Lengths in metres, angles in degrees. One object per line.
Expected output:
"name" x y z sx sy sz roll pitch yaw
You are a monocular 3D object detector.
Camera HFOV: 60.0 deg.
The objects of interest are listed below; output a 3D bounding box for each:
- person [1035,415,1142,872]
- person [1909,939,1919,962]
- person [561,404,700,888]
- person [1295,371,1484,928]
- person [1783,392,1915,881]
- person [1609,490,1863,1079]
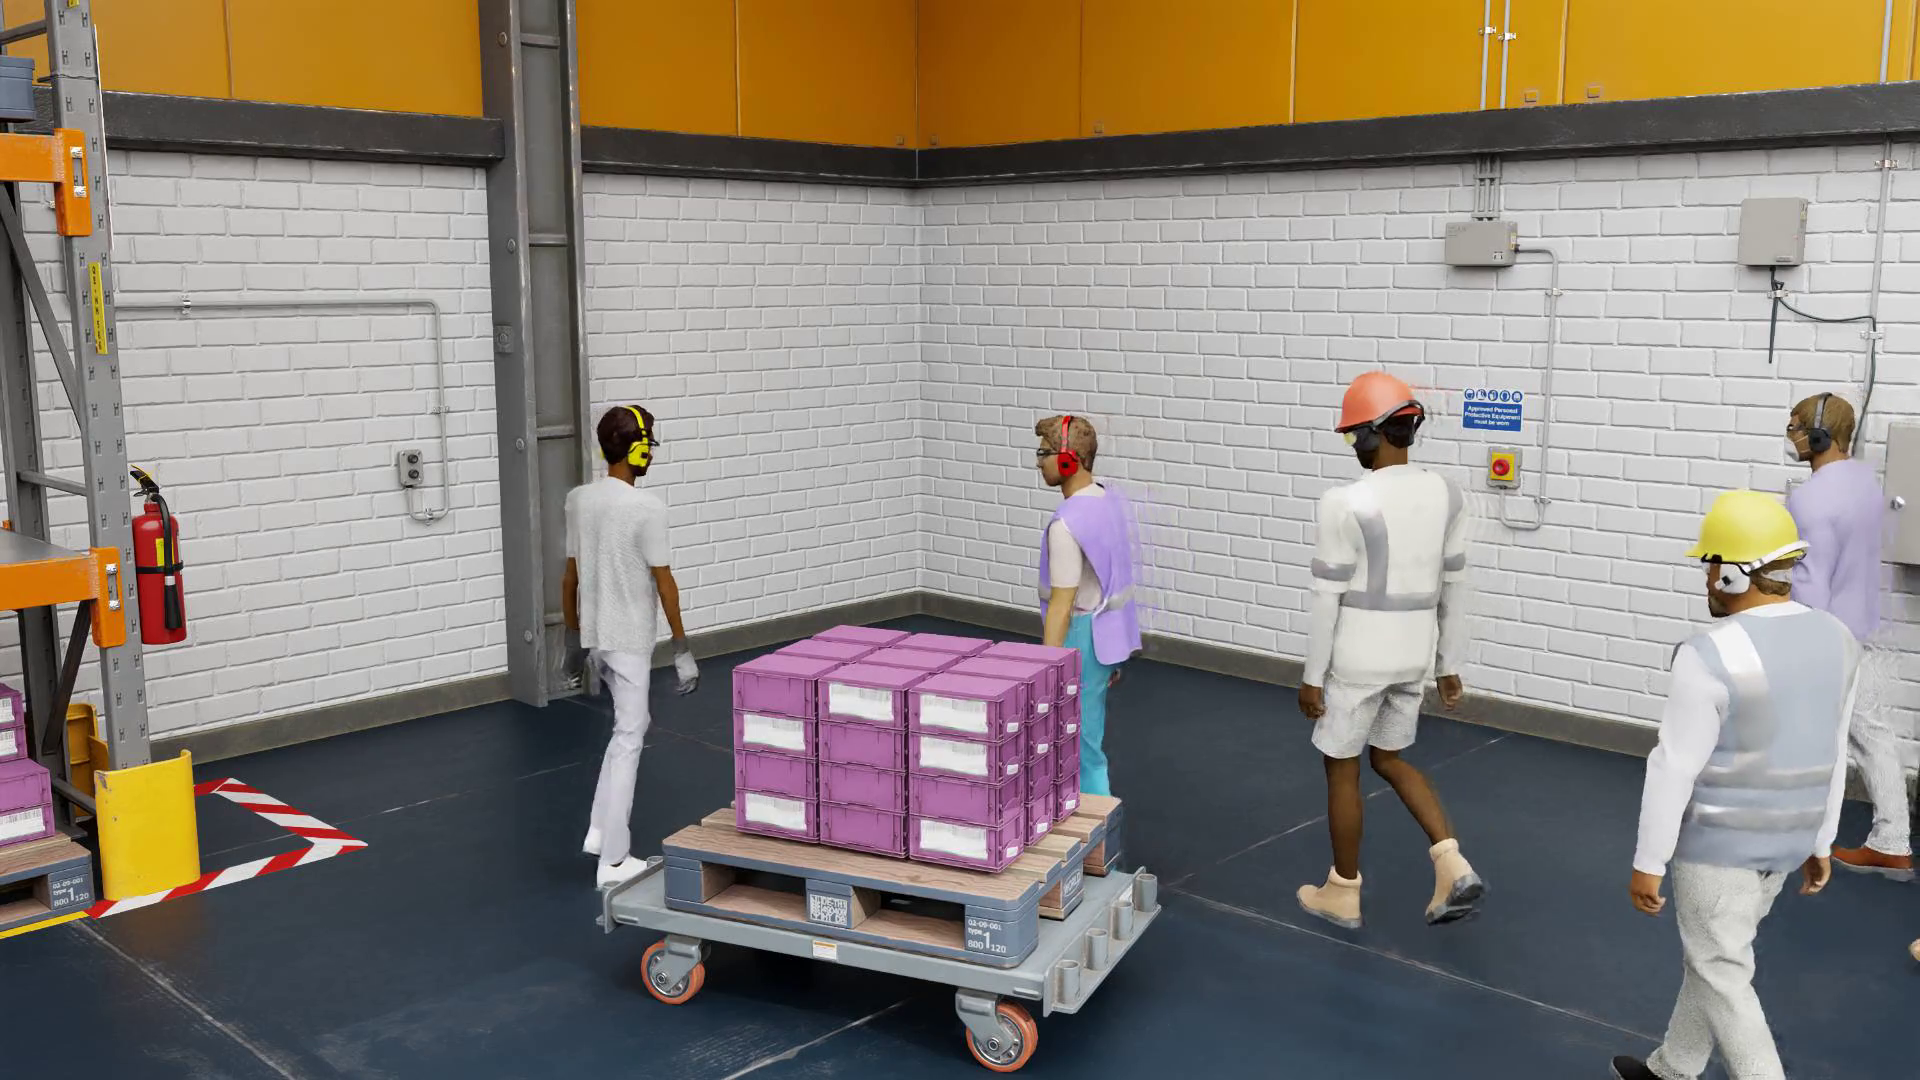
"person" 0.400 0.443 6.254 0.549 1.823 0.595 3 10 20
"person" 3.714 0.618 5.334 0.994 1.791 0.630 4 10 22
"person" -1.268 0.414 6.372 0.532 1.852 0.454 8 12 39
"person" 1.496 0.420 5.819 0.610 2.015 0.627 -5 11 -29
"person" 3.361 0.358 6.594 0.649 1.887 1.012 -7 12 -38
"person" 2.026 0.769 4.367 0.611 1.804 0.769 -4 10 -25
